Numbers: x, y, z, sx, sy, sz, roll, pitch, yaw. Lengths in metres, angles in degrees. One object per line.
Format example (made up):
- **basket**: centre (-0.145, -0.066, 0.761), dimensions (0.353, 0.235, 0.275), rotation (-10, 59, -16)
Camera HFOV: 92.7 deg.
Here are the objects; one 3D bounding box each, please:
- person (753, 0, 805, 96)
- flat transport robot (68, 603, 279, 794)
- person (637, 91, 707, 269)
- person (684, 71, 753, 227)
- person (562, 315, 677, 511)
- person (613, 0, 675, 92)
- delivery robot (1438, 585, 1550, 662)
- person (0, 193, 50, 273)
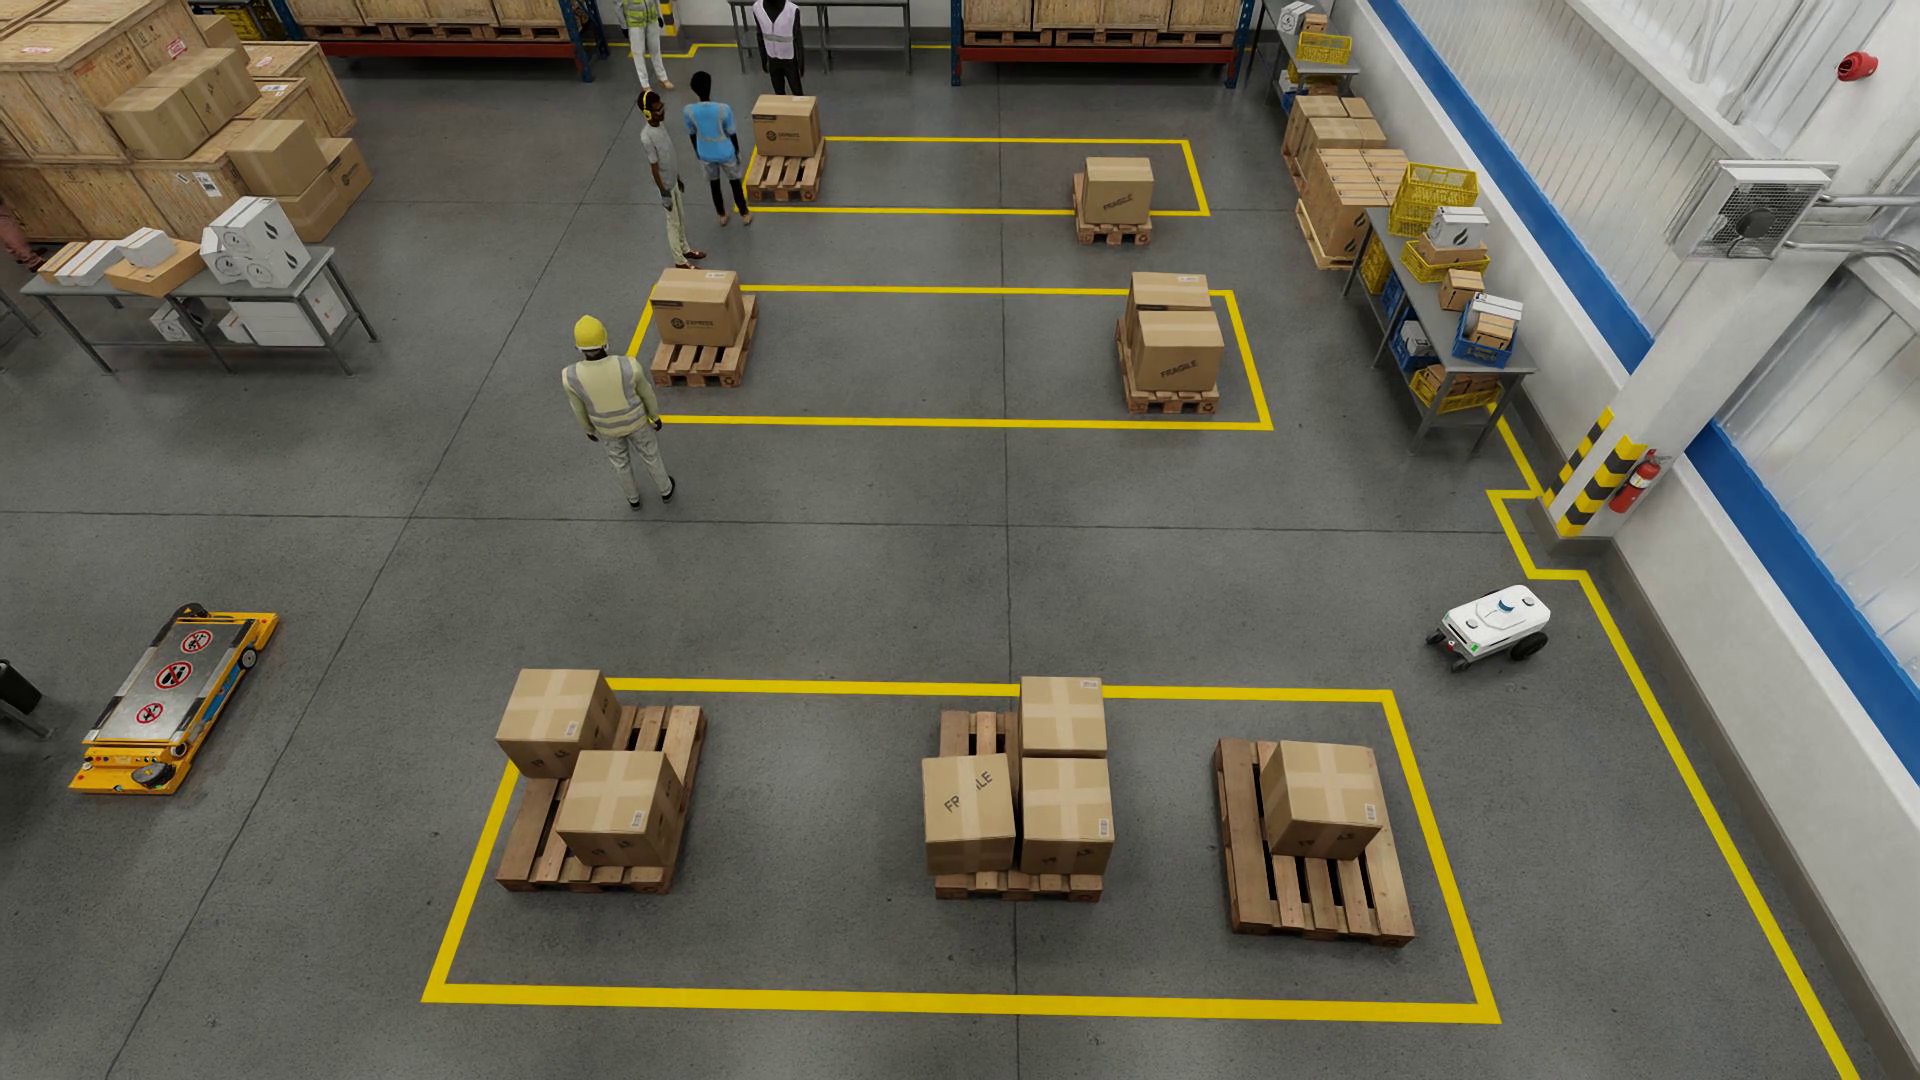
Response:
- **person**: centre (-2.188, -5.961, 11.331), dimensions (0.593, 1.909, 0.384), rotation (10, 51, 9)
- **flat transport robot**: centre (-5.504, 1.072, 6.442), dimensions (0.652, 0.197, 1.431), rotation (1, 50, 1)
- **person**: centre (-2.964, -3.642, 9.391), dimensions (0.329, 1.872, 0.508), rotation (1, 50, 1)
- **person**: centre (-2.644, -4.213, 9.991), dimensions (0.551, 1.693, 0.339), rotation (1, 50, 0)
- **person**: centre (-2.641, -0.953, 7.139), dimensions (0.600, 1.831, 0.404), rotation (-13, 51, -11)
- **person**: centre (-4.228, -6.898, 12.165), dimensions (0.429, 1.840, 0.637), rotation (37, 59, 27)
- **delivery robot**: centre (3.850, 0.586, 6.609), dimensions (0.707, 0.478, 0.477), rotation (-17, 52, -14)
- **person**: centre (-10.123, -3.702, 9.431), dimensions (0.664, 1.895, 0.401), rotation (28, 55, 22)
